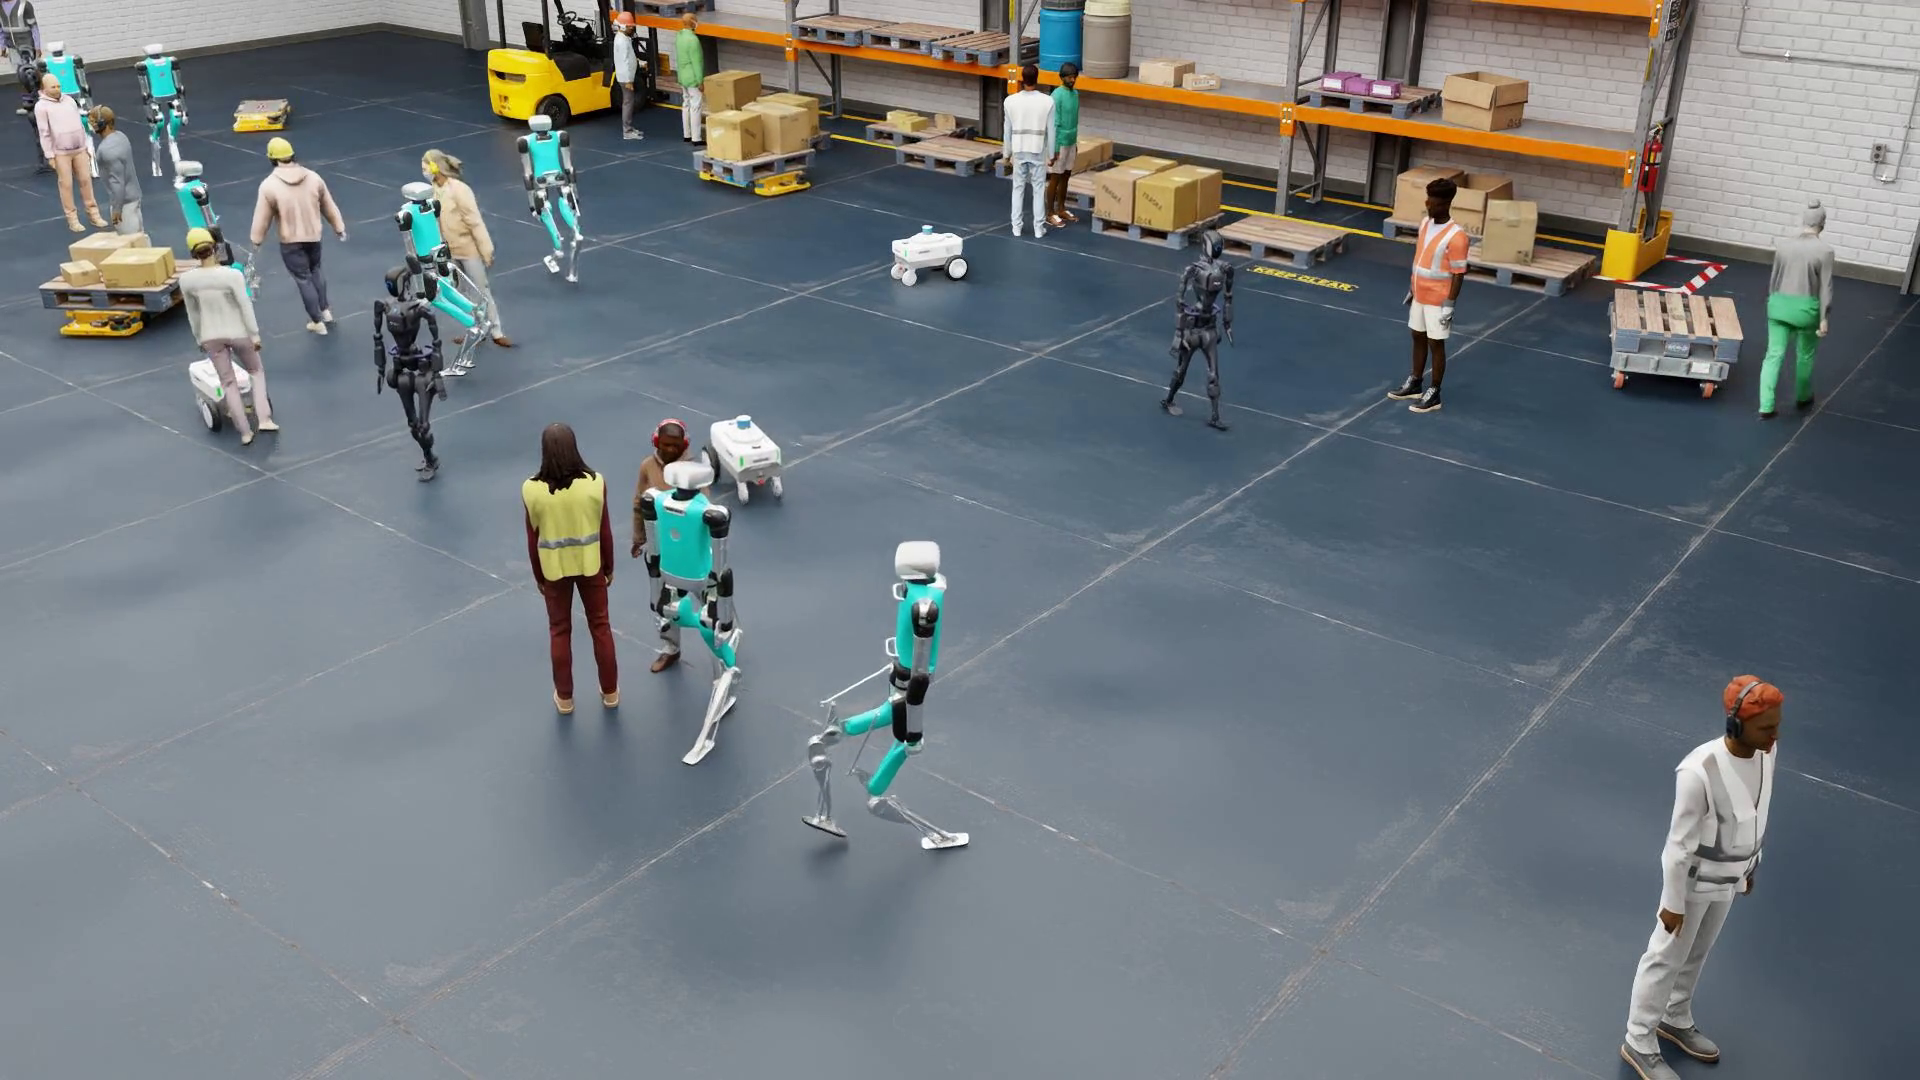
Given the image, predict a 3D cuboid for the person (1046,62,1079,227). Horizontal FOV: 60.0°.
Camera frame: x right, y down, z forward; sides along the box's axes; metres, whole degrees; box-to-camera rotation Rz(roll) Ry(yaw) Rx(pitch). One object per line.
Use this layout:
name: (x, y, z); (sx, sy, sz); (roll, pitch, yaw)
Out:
person: (1.185, -4.583, 19.247); (0.381, 1.846, 0.504); (17, 31, 32)

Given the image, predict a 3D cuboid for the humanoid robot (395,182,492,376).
humanoid robot: (-4.373, -2.229, 14.344); (0.735, 1.677, 0.533); (8, 27, 16)

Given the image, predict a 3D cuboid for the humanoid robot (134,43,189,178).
humanoid robot: (-10.205, -5.432, 21.166); (0.554, 1.803, 0.932); (-23, 34, -39)

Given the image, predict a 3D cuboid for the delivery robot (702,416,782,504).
delivery robot: (-1.630, -0.646, 12.602); (0.499, 0.614, 0.815); (-12, 28, -24)

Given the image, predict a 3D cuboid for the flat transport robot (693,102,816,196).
flat transport robot: (-2.611, -4.626, 21.151); (1.431, 0.231, 0.659); (23, 34, 39)

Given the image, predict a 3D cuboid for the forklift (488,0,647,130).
forklift: (-5.874, -7.334, 24.552); (1.214, 2.155, 2.313); (19, 32, 34)

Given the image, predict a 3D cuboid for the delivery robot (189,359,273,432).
delivery robot: (-6.119, -1.262, 13.855); (0.499, 0.595, 0.792); (-21, 33, -36)

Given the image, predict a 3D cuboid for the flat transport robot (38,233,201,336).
flat transport robot: (-8.138, -2.308, 16.351); (0.659, 0.231, 1.431); (2, 26, 4)

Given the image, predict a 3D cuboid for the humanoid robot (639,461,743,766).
humanoid robot: (-1.370, 0.318, 9.252); (0.556, 1.780, 0.883); (11, 28, 22)

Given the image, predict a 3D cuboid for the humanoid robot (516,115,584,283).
humanoid robot: (-4.129, -3.422, 16.968); (0.563, 1.733, 1.028); (-11, 28, -22)

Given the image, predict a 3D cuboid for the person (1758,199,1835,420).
person: (6.981, -1.918, 13.773); (0.563, 1.810, 0.853); (23, 34, 39)

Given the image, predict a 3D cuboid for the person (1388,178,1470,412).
person: (3.924, -2.042, 13.850); (0.361, 1.962, 0.614); (-8, 27, -17)

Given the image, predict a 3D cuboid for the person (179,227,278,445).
person: (-5.849, -1.618, 13.236); (0.542, 1.728, 0.453); (-4, 26, -8)

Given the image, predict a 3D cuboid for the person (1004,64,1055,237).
person: (0.778, -4.368, 18.734); (0.586, 1.911, 0.401); (5, 26, 11)

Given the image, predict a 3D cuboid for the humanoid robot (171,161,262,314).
humanoid robot: (-6.748, -2.657, 15.404); (0.547, 1.793, 0.761); (22, 34, 38)

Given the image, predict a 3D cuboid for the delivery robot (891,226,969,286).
delivery robot: (-0.323, -2.989, 17.449); (0.813, 0.609, 0.499); (-13, 29, -25)

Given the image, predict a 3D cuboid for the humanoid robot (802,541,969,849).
humanoid robot: (-0.470, 0.838, 8.215); (1.030, 1.777, 0.543); (-2, 26, -5)

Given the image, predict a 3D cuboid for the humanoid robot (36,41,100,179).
humanoid robot: (-11.328, -5.436, 21.230); (0.548, 1.872, 0.744); (-13, 29, -25)

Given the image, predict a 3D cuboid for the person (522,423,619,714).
person: (-2.199, 0.181, 9.479); (0.470, 1.765, 0.365); (-7, 27, -14)

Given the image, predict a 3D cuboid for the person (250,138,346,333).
person: (-6.261, -2.874, 15.712); (0.842, 1.847, 0.623); (-23, 34, -40)

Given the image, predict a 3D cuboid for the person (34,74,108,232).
person: (-10.226, -4.434, 19.023); (0.405, 1.775, 0.539); (15, 30, 28)

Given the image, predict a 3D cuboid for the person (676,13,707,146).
person: (-3.716, -6.385, 23.062); (0.385, 1.777, 0.540); (-16, 30, -30)

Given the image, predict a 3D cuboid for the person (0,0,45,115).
person: (-14.042, -7.382, 24.823); (0.611, 2.039, 0.390); (1, 26, 2)

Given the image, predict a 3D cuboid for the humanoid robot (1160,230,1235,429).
humanoid robot: (1.965, -1.737, 13.590); (0.590, 1.629, 0.762); (-14, 29, -26)

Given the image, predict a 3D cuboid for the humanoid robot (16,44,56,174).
humanoid robot: (-11.919, -5.566, 21.482); (0.393, 1.645, 0.600); (-14, 29, -27)

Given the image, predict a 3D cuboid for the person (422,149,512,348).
person: (-4.520, -2.652, 15.260); (0.733, 1.847, 0.386); (14, 29, 27)

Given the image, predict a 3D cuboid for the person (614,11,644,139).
person: (-4.669, -6.542, 23.427); (0.350, 1.741, 0.568); (-5, 26, -11)

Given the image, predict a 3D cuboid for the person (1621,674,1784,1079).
person: (3.070, 1.395, 6.828); (0.572, 1.883, 0.354); (-17, 31, -32)

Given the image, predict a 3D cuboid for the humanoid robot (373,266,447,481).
humanoid robot: (-4.160, -1.270, 12.582); (0.599, 1.639, 0.502); (7, 27, 13)

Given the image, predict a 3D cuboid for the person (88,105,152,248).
person: (-8.372, -3.370, 16.631); (0.371, 1.940, 0.627); (-6, 27, -13)

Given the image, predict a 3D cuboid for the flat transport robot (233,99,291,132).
flat transport robot: (-10.306, -6.276, 24.568); (0.659, 0.231, 1.431); (-7, 27, -13)

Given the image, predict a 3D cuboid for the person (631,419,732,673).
person: (-1.683, 0.020, 9.947); (0.509, 1.650, 0.382); (8, 27, 15)
